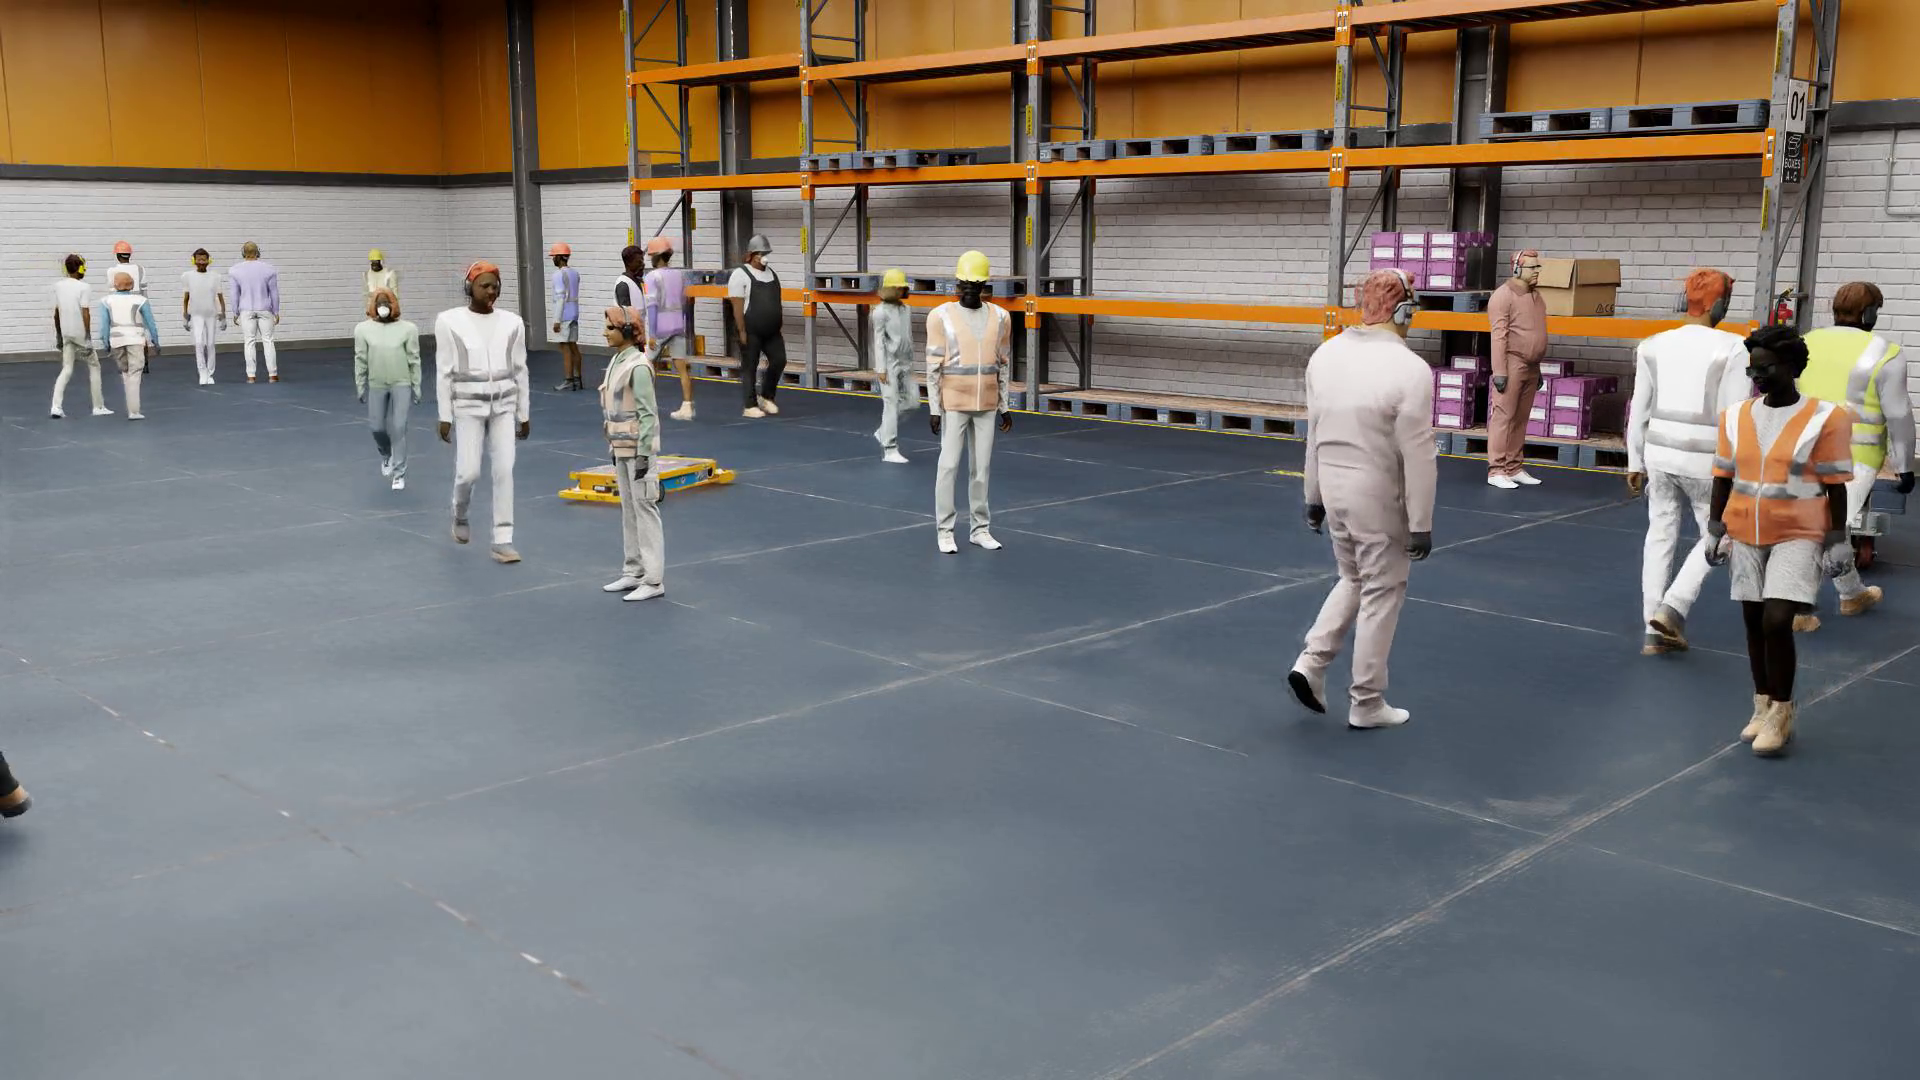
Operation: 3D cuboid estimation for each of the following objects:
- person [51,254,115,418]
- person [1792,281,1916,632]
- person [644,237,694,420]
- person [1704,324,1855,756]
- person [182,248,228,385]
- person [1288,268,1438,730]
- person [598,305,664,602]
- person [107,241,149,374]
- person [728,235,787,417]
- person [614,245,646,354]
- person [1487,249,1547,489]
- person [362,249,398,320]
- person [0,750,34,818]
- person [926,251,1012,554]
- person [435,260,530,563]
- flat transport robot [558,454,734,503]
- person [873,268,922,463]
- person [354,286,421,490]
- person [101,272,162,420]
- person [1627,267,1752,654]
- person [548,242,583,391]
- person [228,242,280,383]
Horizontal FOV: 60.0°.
[{"bbox_3d":[-9.903,-2.256,18.516,0.542,1.829,0.809,2,11,12],"label":"person"},{"bbox_3d":[4.576,-0.431,8.583,0.979,1.789,0.650,-6,12,-28],"label":"person"},{"bbox_3d":[-3.323,-2.326,18.347,1.012,1.991,0.636,7,13,35],"label":"person"},{"bbox_3d":[3.141,0.001,6.517,0.558,1.674,0.545,-8,13,-35],"label":"person"},{"bbox_3d":[-10.167,-2.987,22.391,0.543,1.833,0.813,-5,12,-26],"label":"person"},{"bbox_3d":[1.669,-0.148,6.749,0.446,1.892,0.680,-6,12,-28],"label":"person"},{"bbox_3d":[-1.823,-0.481,9.259,0.315,1.640,0.514,-6,12,-28],"label":"person"},{"bbox_3d":[-12.127,-3.382,24.258,0.350,1.942,0.545,8,13,38],"label":"person"},{"bbox_3d":[-2.223,-2.371,18.472,0.679,2.000,0.543,-10,14,-43],"label":"person"},{"bbox_3d":[-3.384,-2.053,17.073,0.394,1.919,0.590,0,10,2],"label":"person"},{"bbox_3d":[4.507,-1.373,13.397,0.642,1.909,0.410,-9,14,-42],"label":"person"},{"bbox_3d":[-9.446,-3.844,27.180,0.591,1.799,0.860,-1,10,-4],"label":"person"},{"bbox_3d":[-3.380,0.160,5.289,0.531,1.820,0.752,-3,11,-16],"label":"person"},{"bbox_3d":[0.072,-0.877,10.647,0.589,1.924,0.384,-5,11,-25],"label":"person"},{"bbox_3d":[-2.978,-0.803,10.372,0.599,1.870,0.643,-7,13,-34],"label":"person"},{"bbox_3d":[-2.436,-0.489,13.041,0.652,0.197,1.431,5,11,25],"label":"flat transport robot"},{"bbox_3d":[-0.587,-1.554,14.869,0.411,1.730,0.507,7,13,35],"label":"person"},{"bbox_3d":[-4.589,-1.231,13.400,0.506,1.621,0.530,-2,11,-11],"label":"person"},{"bbox_3d":[-9.131,-2.146,18.384,0.542,1.613,0.656,-1,10,-3],"label":"person"},{"bbox_3d":[3.488,-0.361,7.967,0.417,1.872,0.607,-8,13,-39],"label":"person"},{"bbox_3d":[-5.167,-2.910,21.697,0.373,1.934,0.551,2,11,13],"label":"person"},{"bbox_3d":[-9.665,-3.116,22.828,0.628,1.935,0.373,-4,11,-22],"label":"person"}]
